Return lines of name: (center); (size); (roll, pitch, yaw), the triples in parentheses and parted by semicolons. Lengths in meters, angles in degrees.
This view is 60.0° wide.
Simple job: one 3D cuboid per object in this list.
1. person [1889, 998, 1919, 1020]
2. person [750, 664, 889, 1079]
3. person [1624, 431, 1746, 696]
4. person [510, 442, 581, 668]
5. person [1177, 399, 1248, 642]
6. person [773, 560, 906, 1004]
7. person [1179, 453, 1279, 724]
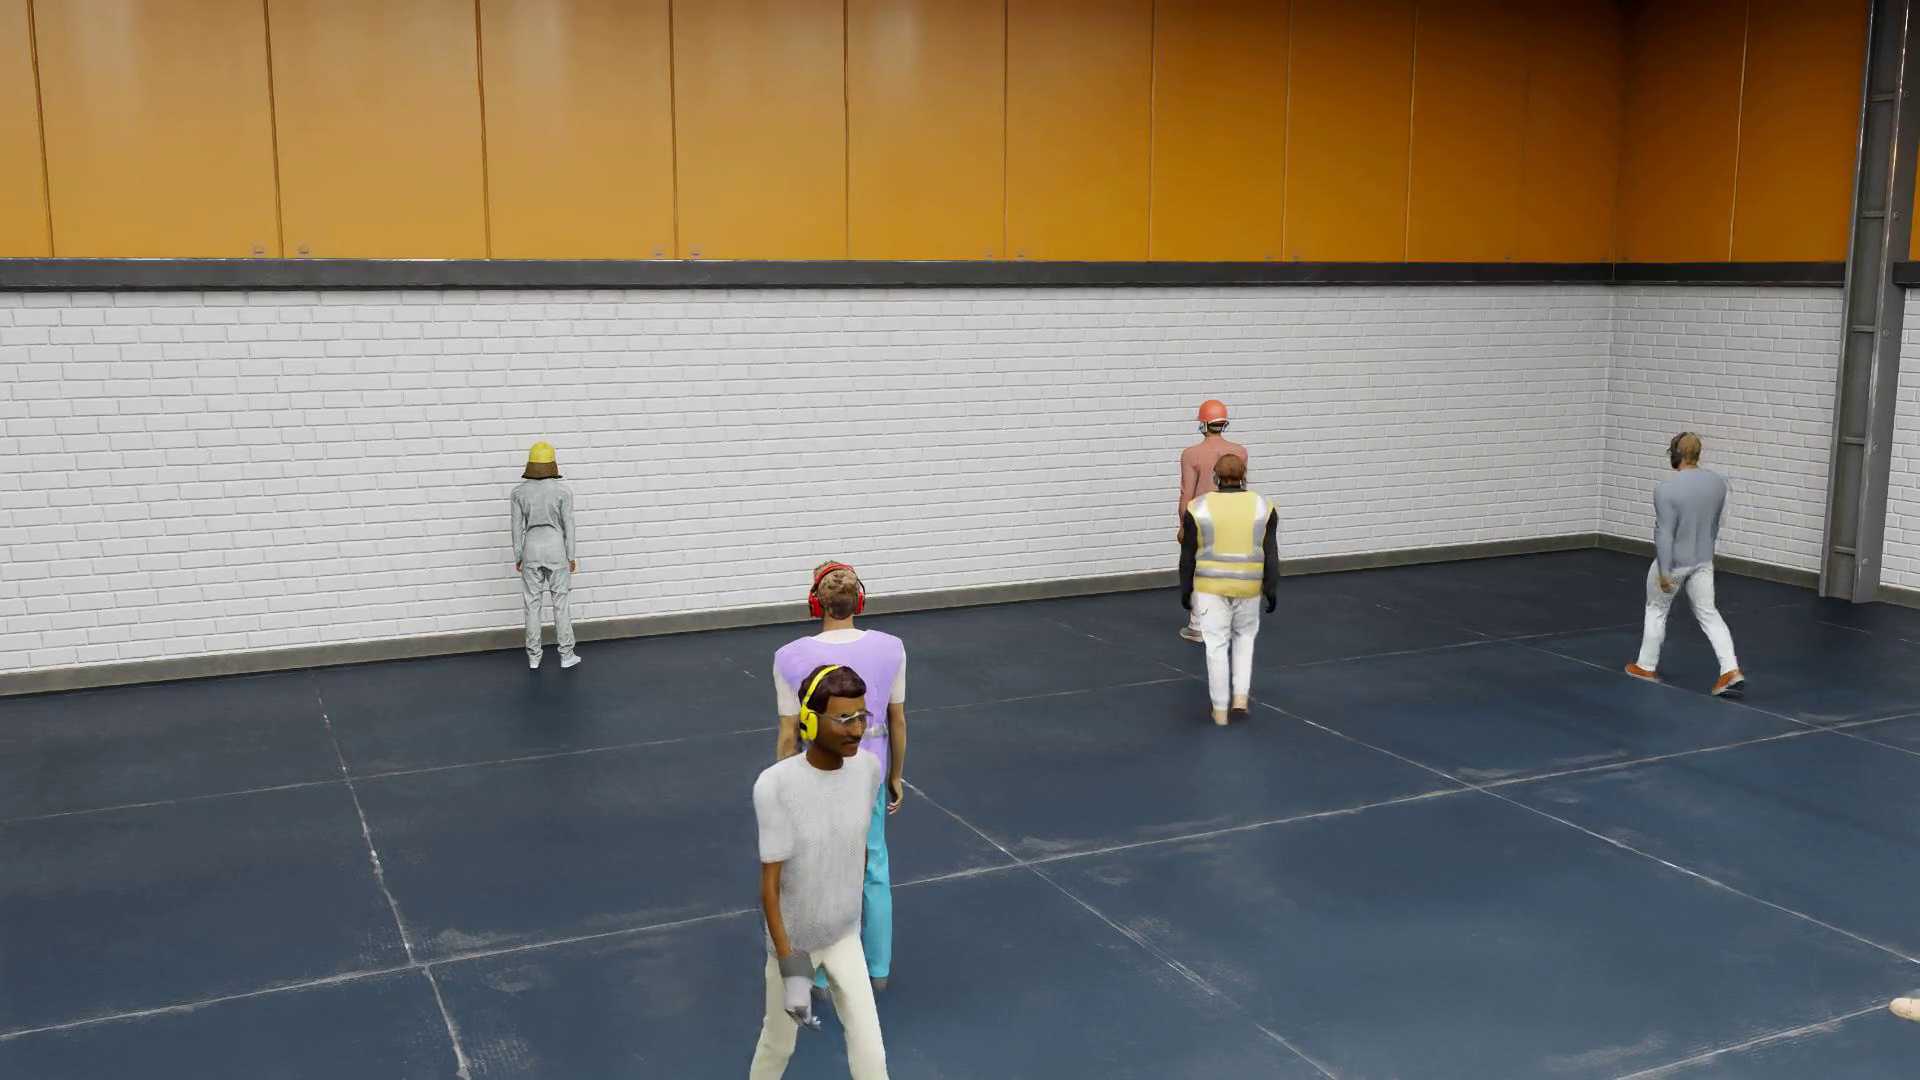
person: (4.165, 1.095, 6.469); (0.746, 1.820, 0.643); (4, 10, 23)
person: (-0.405, 1.293, 5.223); (0.495, 1.825, 0.988); (-6, 11, -35)
person: (5.275, 0.165, 12.010); (0.628, 1.906, 1.004); (-3, 10, -15)
person: (-3.183, 0.116, 12.768); (0.486, 1.744, 0.311); (0, 9, 0)
person: (2.070, -0.158, 13.687); (0.612, 1.997, 0.375); (-3, 10, -20)
person: (-0.491, 1.007, 6.908); (0.567, 1.850, 0.389); (-4, 10, -21)
person: (1.801, 0.324, 11.208); (0.658, 1.826, 0.481); (0, 9, 2)
